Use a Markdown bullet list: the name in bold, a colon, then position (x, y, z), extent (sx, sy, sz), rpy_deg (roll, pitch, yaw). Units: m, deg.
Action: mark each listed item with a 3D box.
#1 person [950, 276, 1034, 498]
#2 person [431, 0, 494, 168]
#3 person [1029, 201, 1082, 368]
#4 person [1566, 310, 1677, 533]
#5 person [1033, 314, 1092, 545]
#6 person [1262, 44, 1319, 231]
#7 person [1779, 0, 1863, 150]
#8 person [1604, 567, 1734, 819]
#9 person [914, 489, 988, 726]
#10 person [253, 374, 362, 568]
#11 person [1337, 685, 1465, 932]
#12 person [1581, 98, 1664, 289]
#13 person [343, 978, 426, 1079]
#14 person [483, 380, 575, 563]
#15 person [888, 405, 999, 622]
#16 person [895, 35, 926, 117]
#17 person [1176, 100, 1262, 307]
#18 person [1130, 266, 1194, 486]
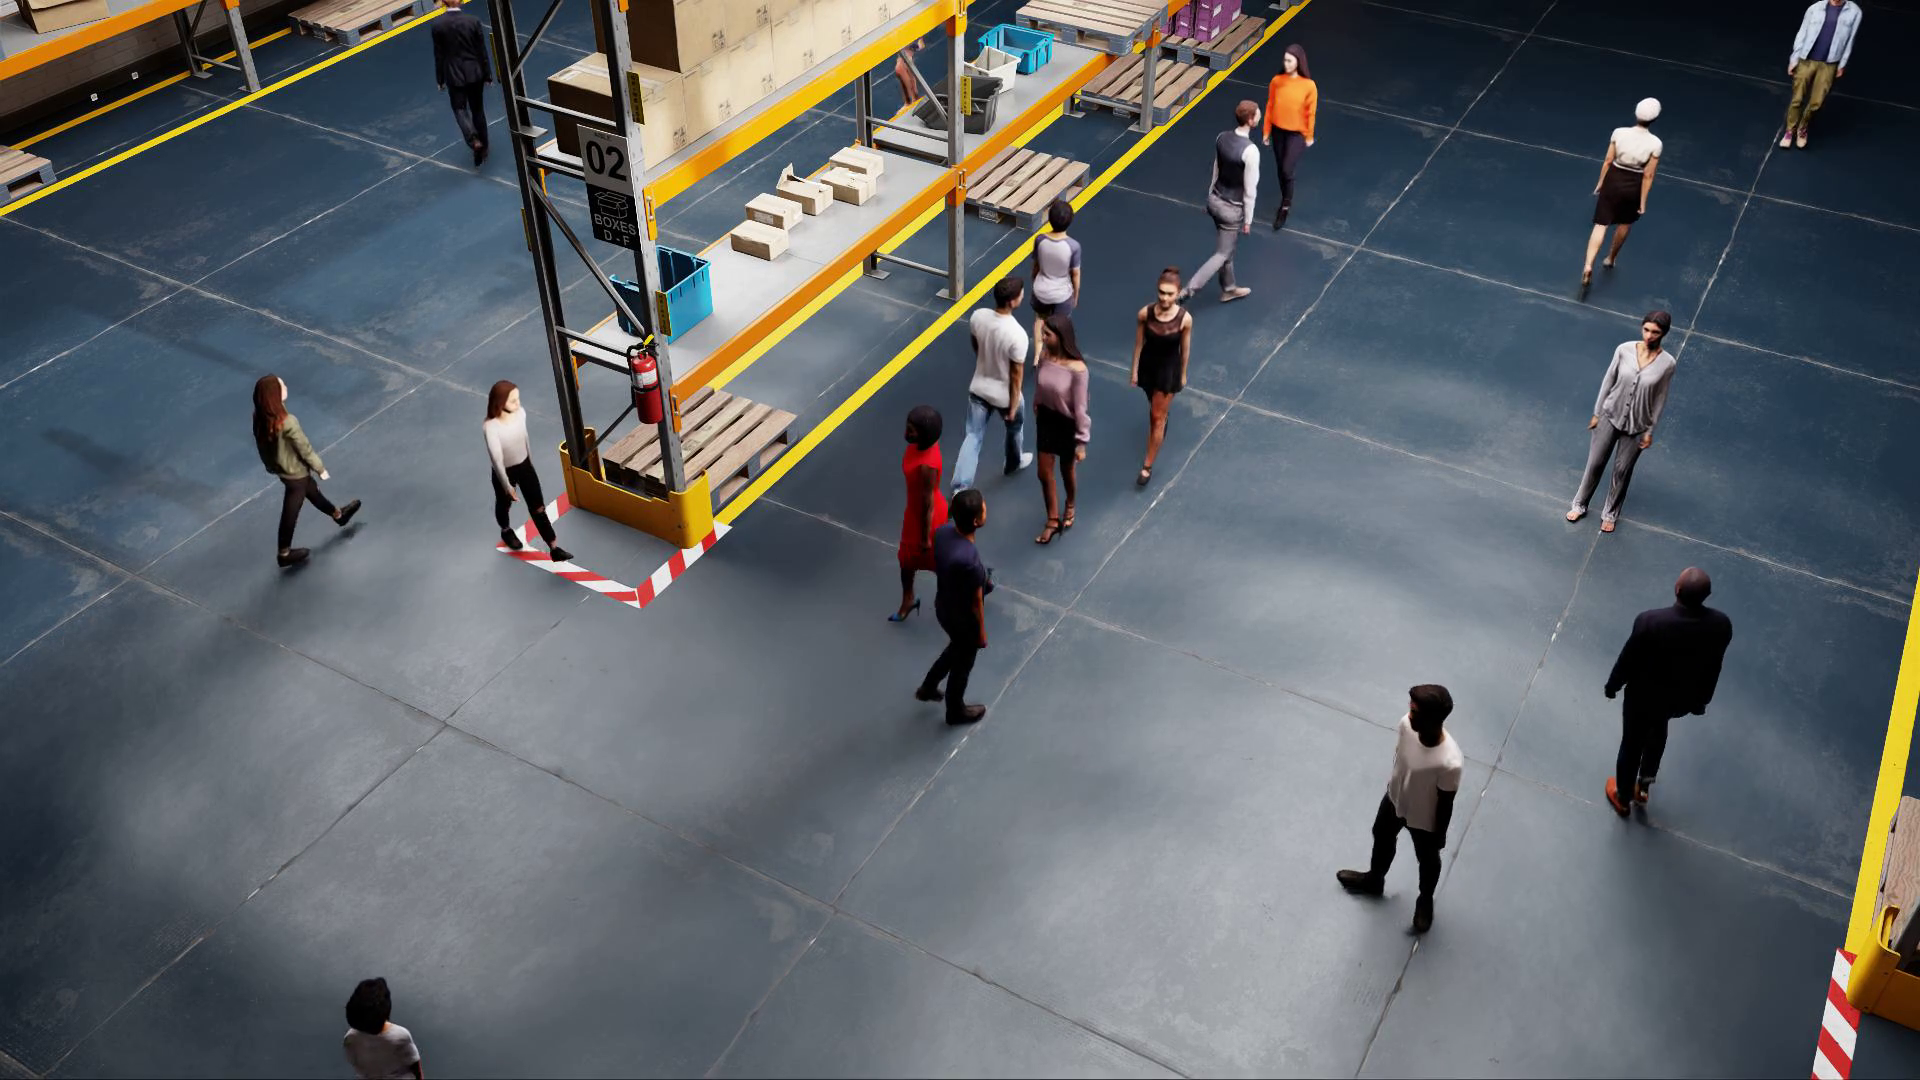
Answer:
- **person**: position (0.197, -1.044, 12.043), extent (0.721, 1.821, 1.182), rpy_deg (23, 44, 26)
- **person**: position (-4.907, -4.566, 16.485), extent (1.039, 1.781, 1.053), rpy_deg (-16, 41, -19)
- **person**: position (0.736, -1.979, 13.430), extent (0.617, 1.551, 0.641), rpy_deg (12, 40, 15)
- **person**: position (4.742, -0.861, 11.851), extent (0.581, 1.773, 0.519), rpy_deg (20, 43, 24)
- **person**: position (0.747, -0.786, 11.749), extent (0.761, 1.783, 0.751), rpy_deg (22, 44, 25)
- **person**: position (3.130, -3.841, 15.617), extent (0.678, 1.730, 0.794), rpy_deg (24, 44, 27)
- **person**: position (8.688, -4.849, 16.825), extent (0.685, 1.798, 0.612), rpy_deg (19, 42, 22)
- **person**: position (4.044, 0.949, 9.556), extent (0.847, 1.810, 0.858), rpy_deg (0, 39, 0)
- **person**: position (-0.084, 0.469, 10.181), extent (0.876, 1.779, 0.821), rpy_deg (-13, 40, -16)
- **person**: position (-4.732, -0.455, 11.616), extent (0.709, 1.433, 1.023), rpy_deg (27, 46, 30)
- **person**: position (2.533, 1.428, 9.039), extent (0.875, 1.705, 0.835), rpy_deg (-20, 43, -23)
- **person**: position (5.763, -3.001, 14.570), extent (0.683, 1.724, 1.055), rpy_deg (23, 44, 26)
- **person**: position (-2.736, 2.596, 7.947), extent (0.733, 1.245, 0.813), rpy_deg (-6, 39, -8)
- **person**: position (-3.195, -0.496, 11.661), extent (0.715, 1.441, 0.935), rpy_deg (28, 46, 30)
- **person**: position (-0.139, -0.147, 10.998), extent (1.073, 1.723, 0.991), rpy_deg (-12, 40, -14)
- **person**: position (-0.496, -5.322, 17.490), extent (0.734, 1.707, 0.714), rpy_deg (-27, 46, -30)
- **person**: position (2.212, -2.798, 14.173), extent (1.231, 1.903, 1.060), rpy_deg (-22, 43, -25)
- **person**: position (1.524, -1.312, 12.528), extent (0.667, 1.634, 1.144), rpy_deg (14, 41, 17)
